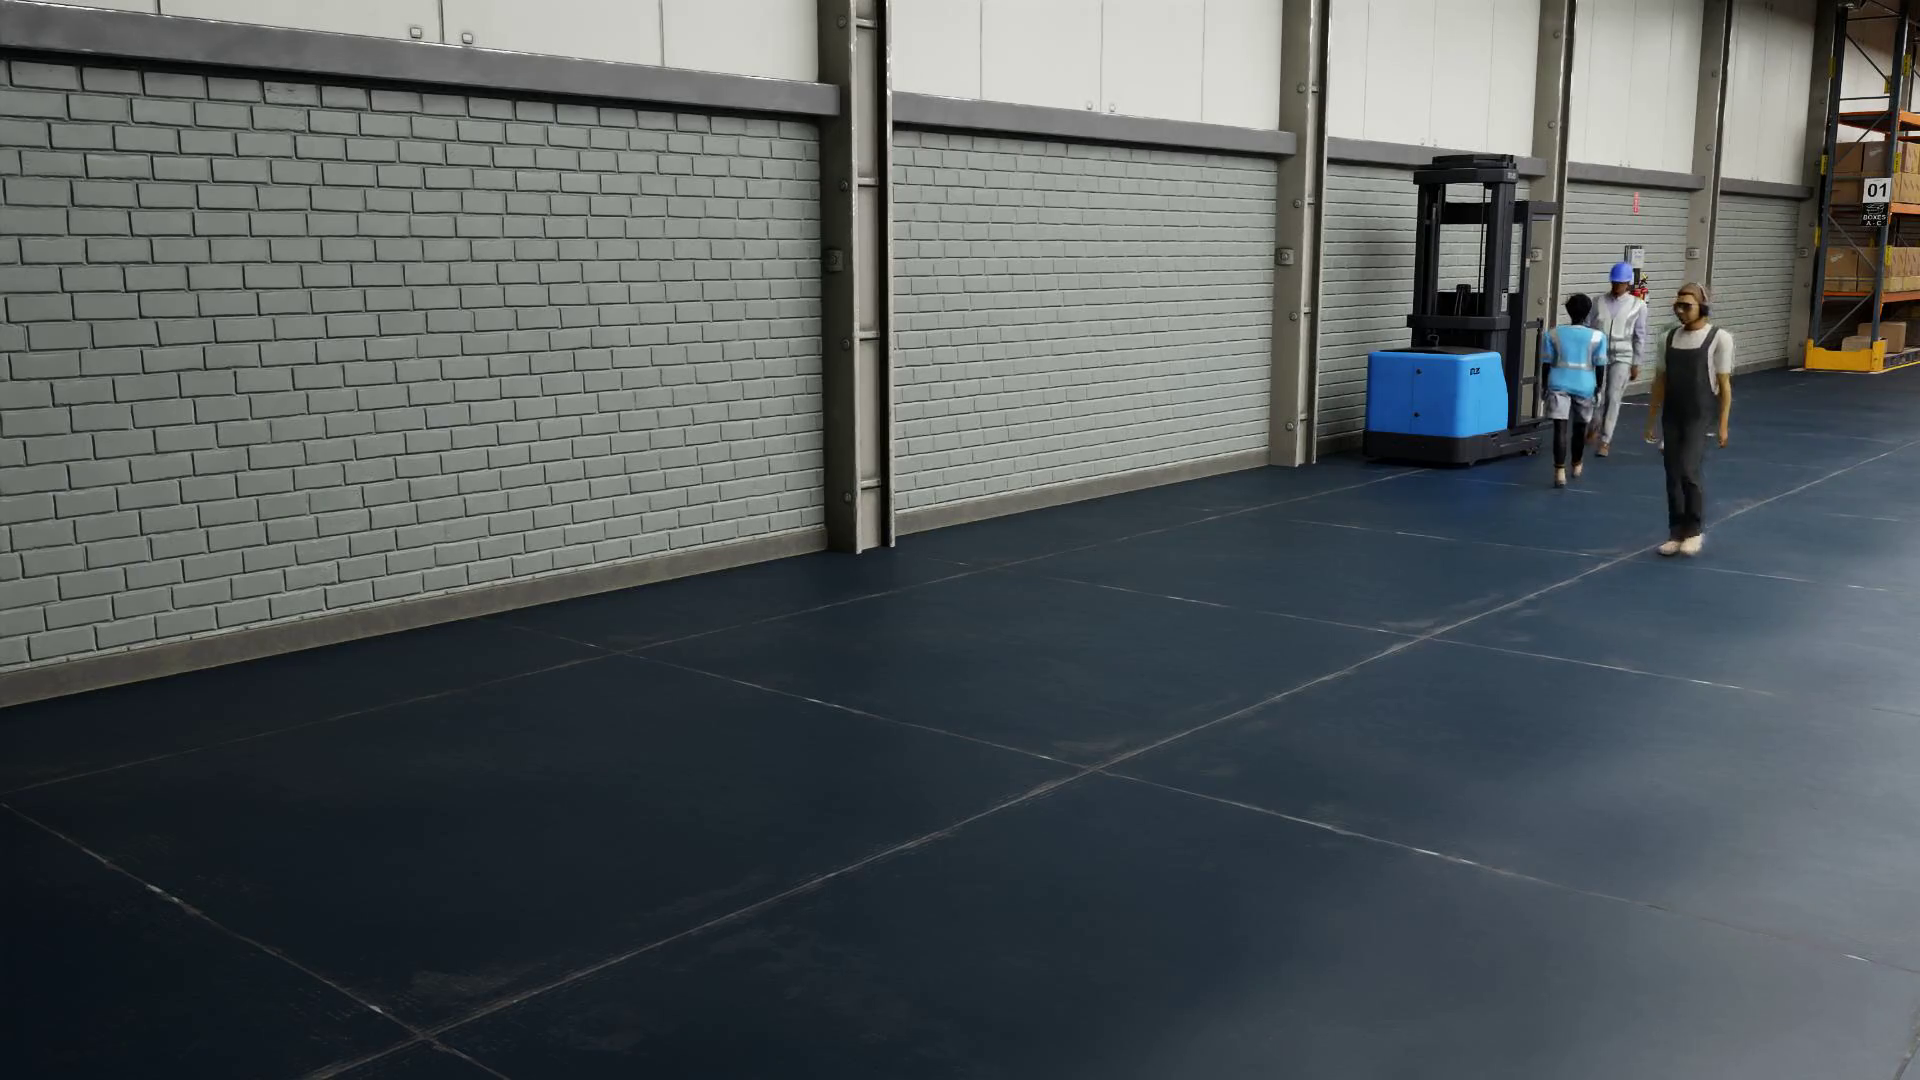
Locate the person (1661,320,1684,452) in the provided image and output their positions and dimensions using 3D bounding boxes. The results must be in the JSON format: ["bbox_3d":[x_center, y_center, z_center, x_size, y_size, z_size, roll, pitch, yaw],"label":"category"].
[{"bbox_3d":[7.030,-1.571,16.127,0.394,1.616,0.513,-6,11,-29],"label":"person"}]

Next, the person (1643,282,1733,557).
[{"bbox_3d":[4.807,-0.790,11.061,0.458,1.828,0.521,-7,12,-35],"label":"person"}]

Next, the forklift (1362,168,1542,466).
[{"bbox_3d":[4.875,-2.212,16.287,1.129,2.768,1.873,8,13,40],"label":"forklift"}]

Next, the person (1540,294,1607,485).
[{"bbox_3d":[5.365,-1.324,14.592,0.545,1.649,0.875,3,11,19],"label":"person"}]

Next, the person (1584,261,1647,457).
[{"bbox_3d":[6.458,-1.796,16.519,0.630,1.922,0.521,5,11,25],"label":"person"}]
